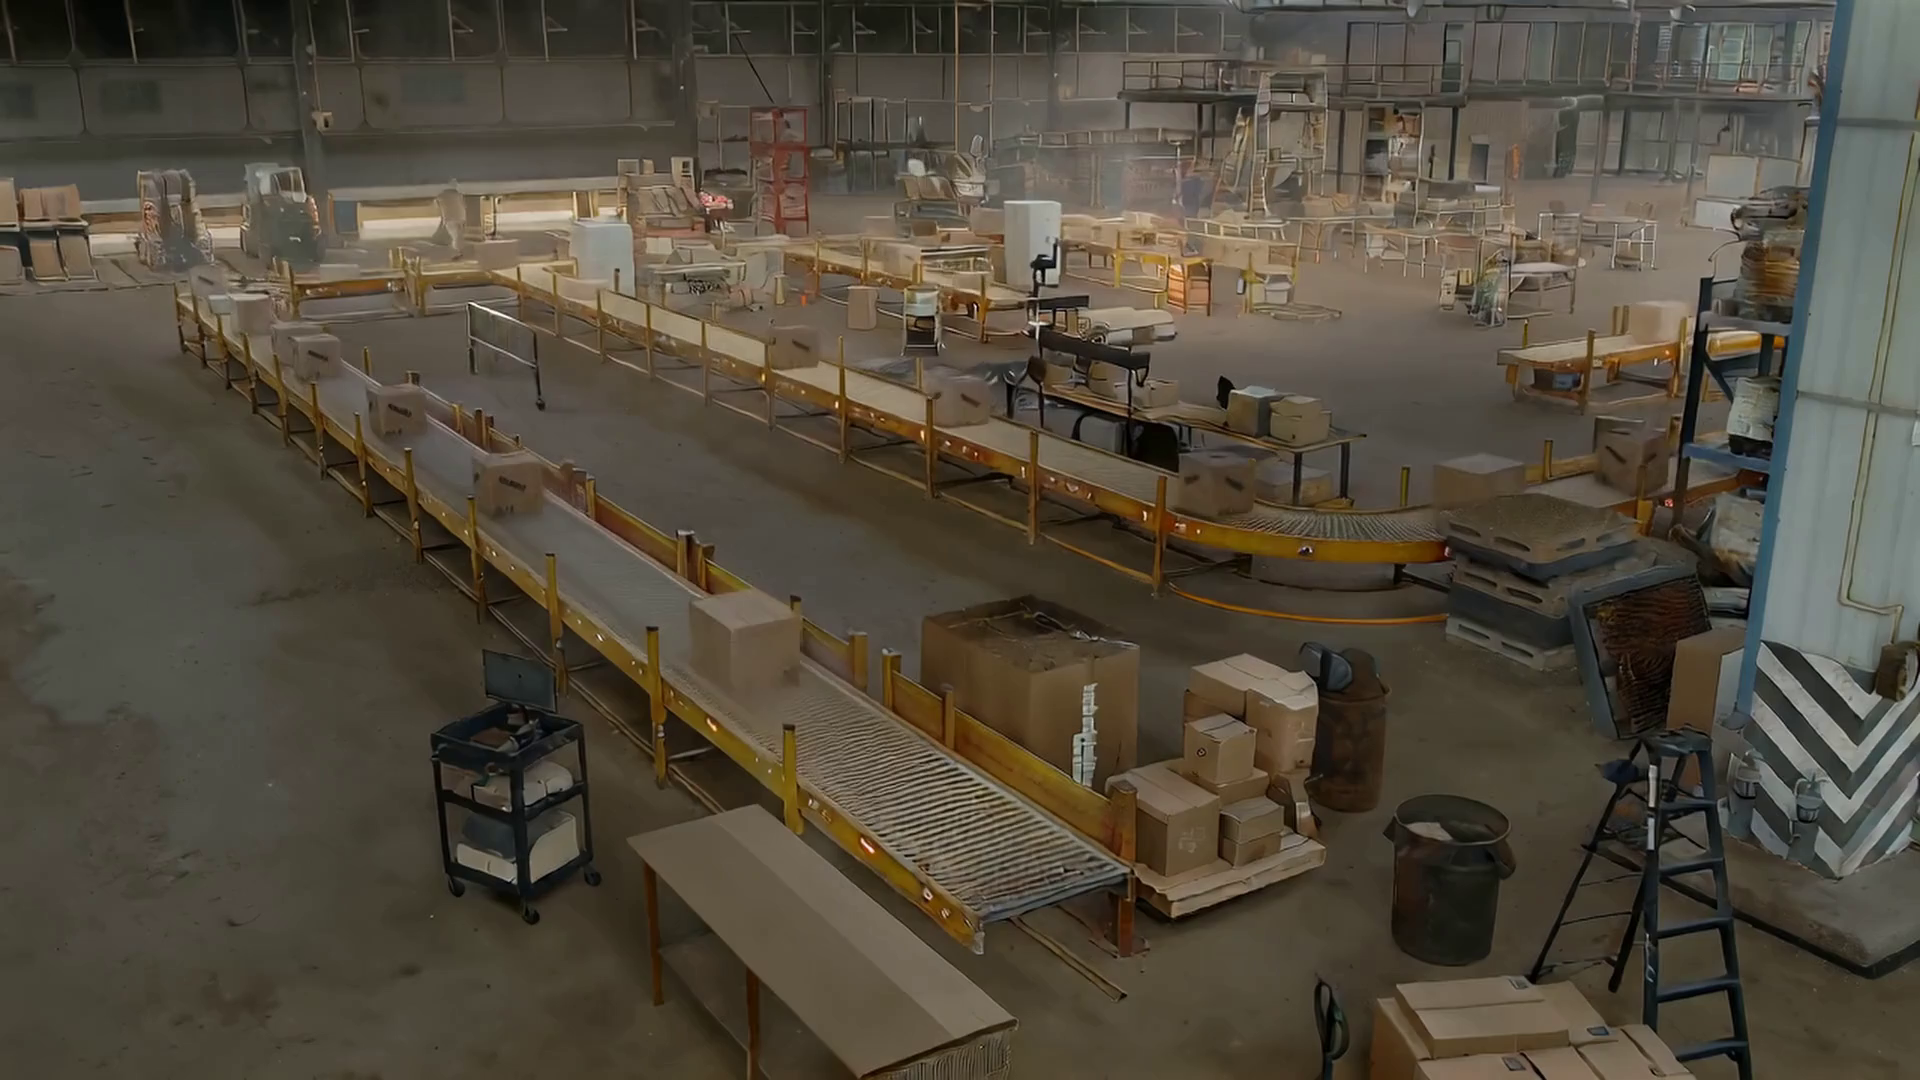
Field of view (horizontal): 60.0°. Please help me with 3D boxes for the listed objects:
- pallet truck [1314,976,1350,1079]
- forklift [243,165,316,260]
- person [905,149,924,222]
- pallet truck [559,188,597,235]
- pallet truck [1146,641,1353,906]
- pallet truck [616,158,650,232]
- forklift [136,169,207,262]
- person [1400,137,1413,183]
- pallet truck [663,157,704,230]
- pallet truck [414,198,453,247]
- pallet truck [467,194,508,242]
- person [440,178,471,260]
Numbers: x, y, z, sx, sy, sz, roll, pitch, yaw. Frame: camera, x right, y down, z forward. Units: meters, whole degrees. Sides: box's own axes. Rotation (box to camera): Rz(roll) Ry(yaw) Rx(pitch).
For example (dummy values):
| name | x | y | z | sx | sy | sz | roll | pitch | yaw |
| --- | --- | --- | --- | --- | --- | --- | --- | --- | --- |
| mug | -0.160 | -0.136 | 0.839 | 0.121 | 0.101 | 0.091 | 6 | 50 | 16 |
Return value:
| name | x | y | z | sx | sy | sz | roll | pitch | yaw |
| --- | --- | --- | --- | --- | --- | --- | --- | --- | --- |
| pallet truck | 2.299 | 2.390 | 7.086 | 1.601 | 1.201 | 0.680 | -2 | 17 | -7 |
| forklift | -15.898 | -7.669 | 38.708 | 1.157 | 1.987 | 2.680 | -11 | 20 | -33 |
| person | -1.281 | -9.982 | 46.896 | 0.640 | 2.023 | 0.624 | 13 | 21 | 37 |
| pallet truck | -10.010 | -8.652 | 43.699 | 0.653 | 1.274 | 1.630 | -10 | 20 | -31 |
| pallet truck | 1.664 | 1.407 | 10.232 | 1.630 | 1.274 | 0.653 | -10 | 20 | -31 |
| pallet truck | -8.918 | -9.176 | 44.255 | 0.823 | 1.965 | 1.885 | -9 | 19 | -27 |
| forklift | -17.842 | -7.318 | 37.559 | 1.157 | 1.987 | 2.680 | -10 | 20 | -31 |
| person | 15.763 | -13.396 | 58.512 | 0.452 | 1.868 | 0.614 | 8 | 18 | 24 |
| pallet truck | -7.586 | -9.308 | 44.692 | 0.823 | 1.965 | 1.885 | -11 | 20 | -33 |
| pallet truck | -13.250 | -8.060 | 41.856 | 0.680 | 1.201 | 1.601 | -10 | 20 | -31 |
| pallet truck | -11.983 | -8.177 | 42.137 | 0.704 | 1.261 | 1.522 | -11 | 20 | -33 |
| person | -11.756 | -7.525 | 38.971 | 0.672 | 1.871 | 0.874 | 5 | 17 | 16 |
